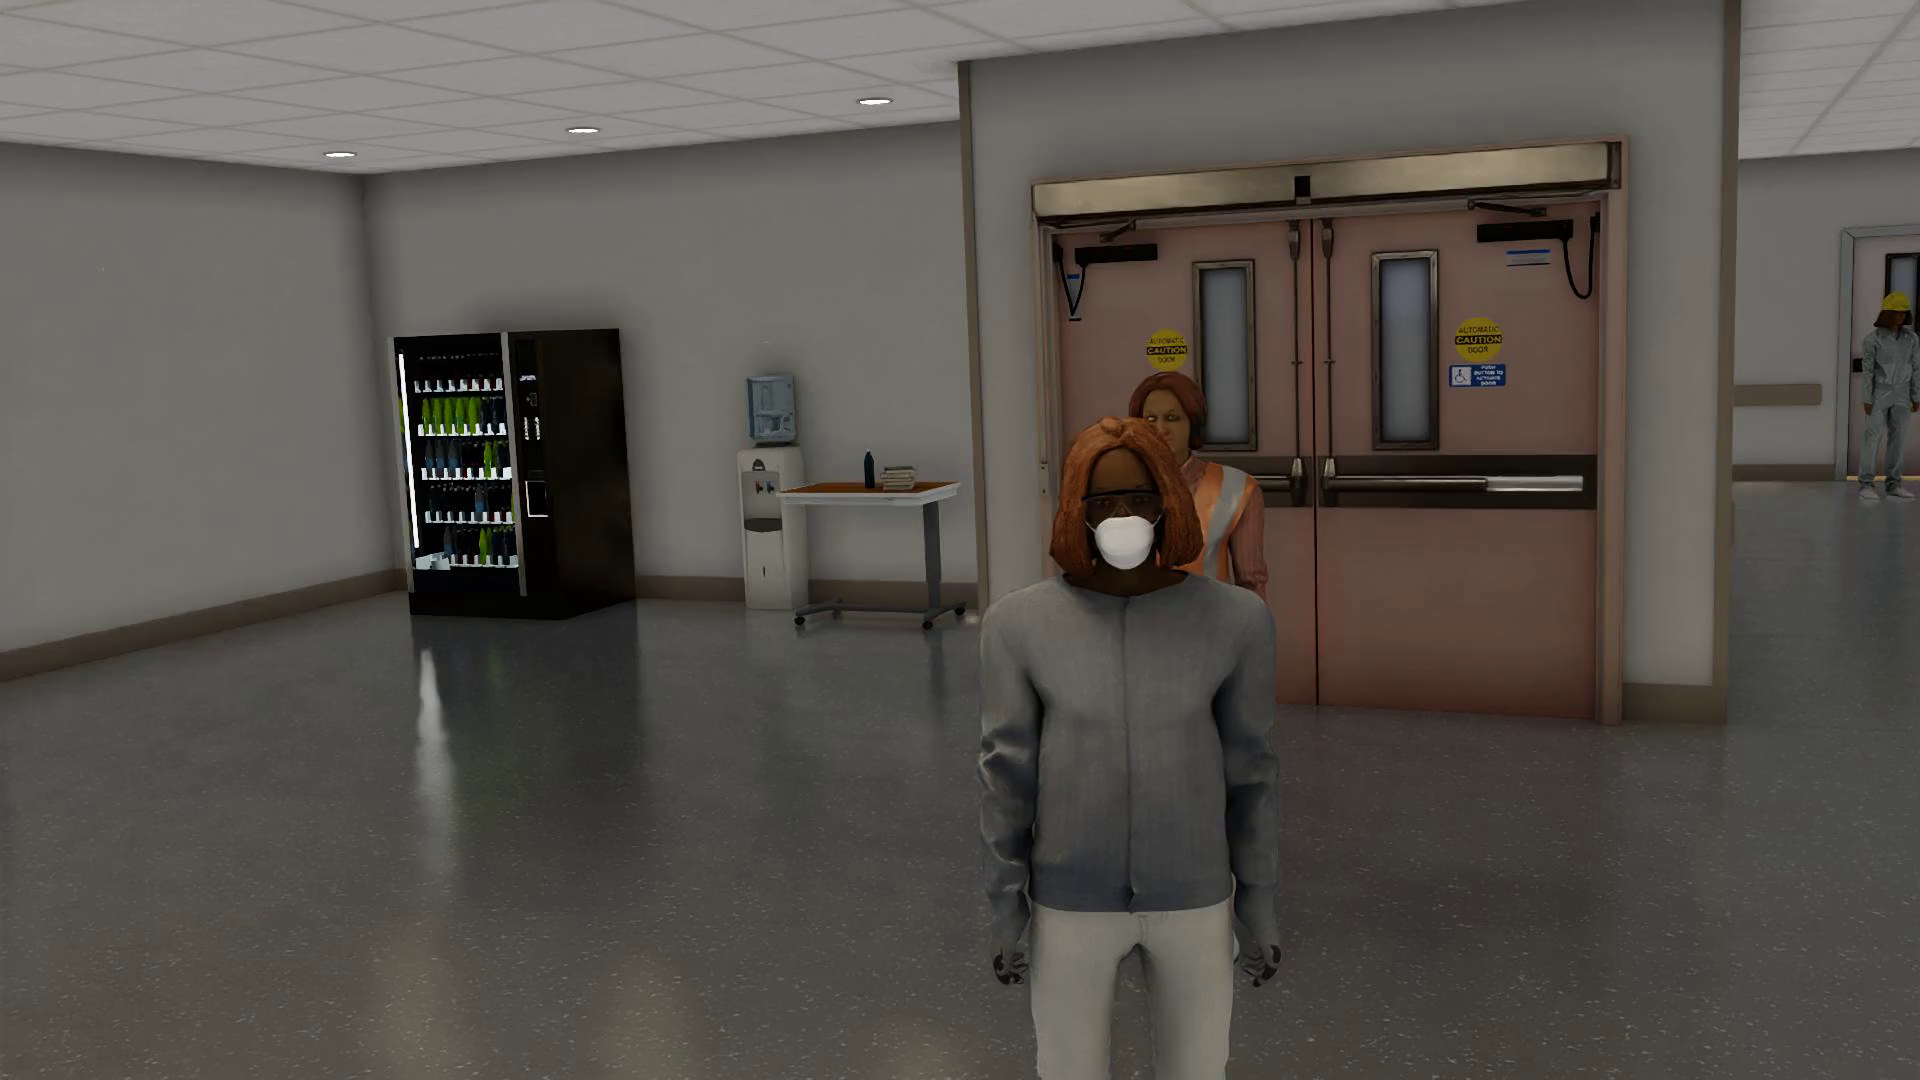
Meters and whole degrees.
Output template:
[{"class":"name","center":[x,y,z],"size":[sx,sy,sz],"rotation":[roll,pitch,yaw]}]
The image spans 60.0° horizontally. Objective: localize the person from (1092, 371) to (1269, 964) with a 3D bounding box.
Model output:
[{"class":"person","center":[0.597,0.353,4.603],"size":[0.515,1.641,0.315],"rotation":[0,8,14]}]

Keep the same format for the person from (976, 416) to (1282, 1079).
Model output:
[{"class":"person","center":[0.286,0.611,2.746],"size":[0.500,1.633,0.281],"rotation":[-2,7,0]}]

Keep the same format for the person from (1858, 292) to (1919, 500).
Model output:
[{"class":"person","center":[7.802,-1.197,13.942],"size":[0.487,1.737,0.345],"rotation":[-3,7,-6]}]
